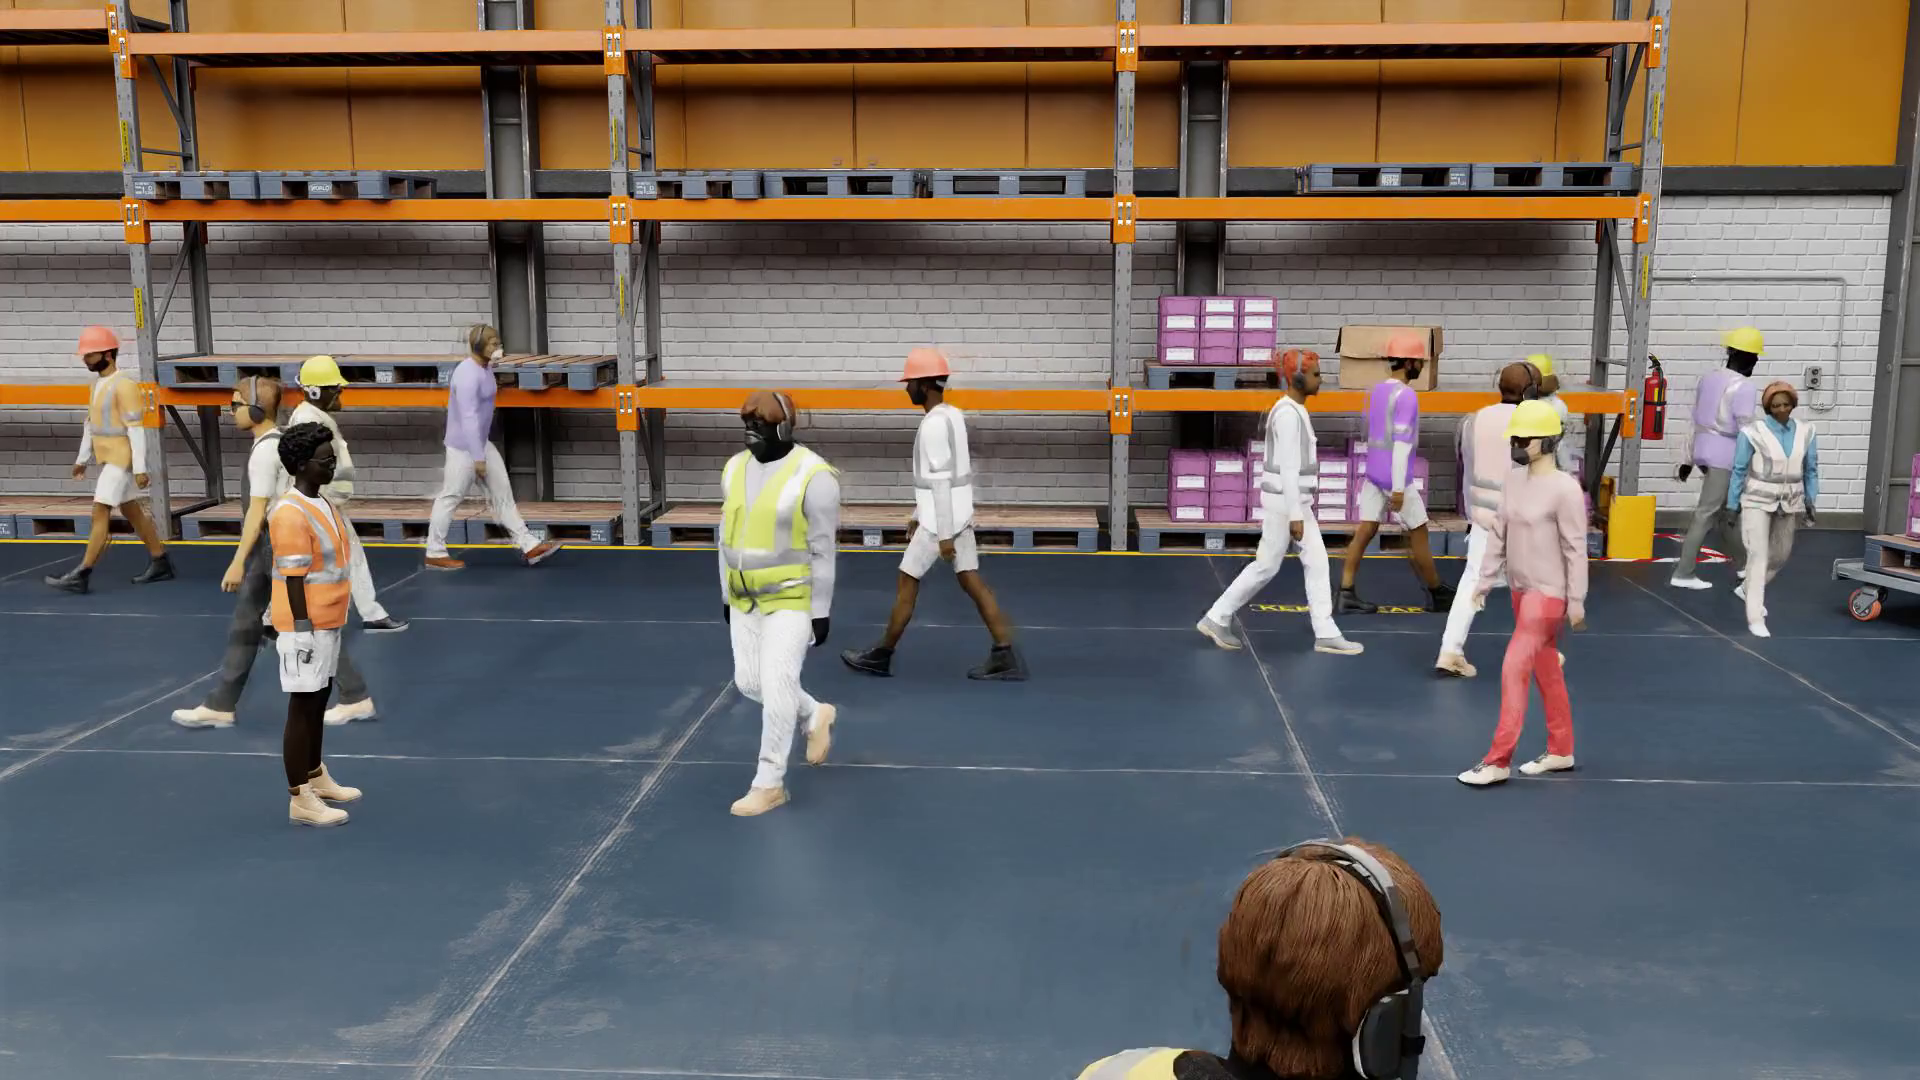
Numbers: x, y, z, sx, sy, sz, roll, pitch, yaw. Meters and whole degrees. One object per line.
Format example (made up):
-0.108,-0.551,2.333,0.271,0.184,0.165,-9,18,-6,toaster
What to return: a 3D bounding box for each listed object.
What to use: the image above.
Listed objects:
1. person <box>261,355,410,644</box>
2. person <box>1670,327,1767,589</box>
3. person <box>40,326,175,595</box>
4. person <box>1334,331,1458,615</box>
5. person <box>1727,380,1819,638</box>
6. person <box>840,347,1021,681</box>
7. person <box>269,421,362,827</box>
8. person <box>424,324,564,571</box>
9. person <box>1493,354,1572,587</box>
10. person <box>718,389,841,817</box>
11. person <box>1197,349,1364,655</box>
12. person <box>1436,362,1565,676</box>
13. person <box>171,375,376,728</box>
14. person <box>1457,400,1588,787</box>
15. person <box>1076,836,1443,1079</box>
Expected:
-3.989,-0.247,10.263,0.952,1.784,0.592,-3,10,-16,person
5.541,-0.574,11.887,0.955,1.870,0.610,-1,10,-7,person
-6.102,-0.567,11.829,0.903,1.886,0.568,-9,13,-42,person
2.936,-0.432,11.017,0.976,1.882,0.569,-2,10,-12,person
5.092,-0.225,10.595,0.527,1.614,0.642,-1,10,-8,person
-0.126,-0.135,9.310,1.036,1.878,0.545,3,10,17,person
-2.727,0.345,7.022,0.317,1.695,0.540,-1,10,-8,person
-3.570,-0.675,12.475,1.091,1.868,0.654,0,10,0,person
4.204,-0.501,12.012,0.951,1.693,0.512,-2,10,-12,person
-0.770,0.242,7.274,0.635,1.821,0.725,7,12,36,person
1.912,-0.224,9.934,0.955,1.844,0.590,3,10,18,person
3.084,-0.112,9.412,0.938,1.801,0.635,-7,12,-34,person
-3.455,0.072,8.344,0.970,1.799,0.510,-4,10,-21,person
2.510,0.244,7.499,0.786,1.737,0.525,-2,10,-10,person
0.286,1.198,1.758,0.934,1.801,0.629,-8,12,-38,person
